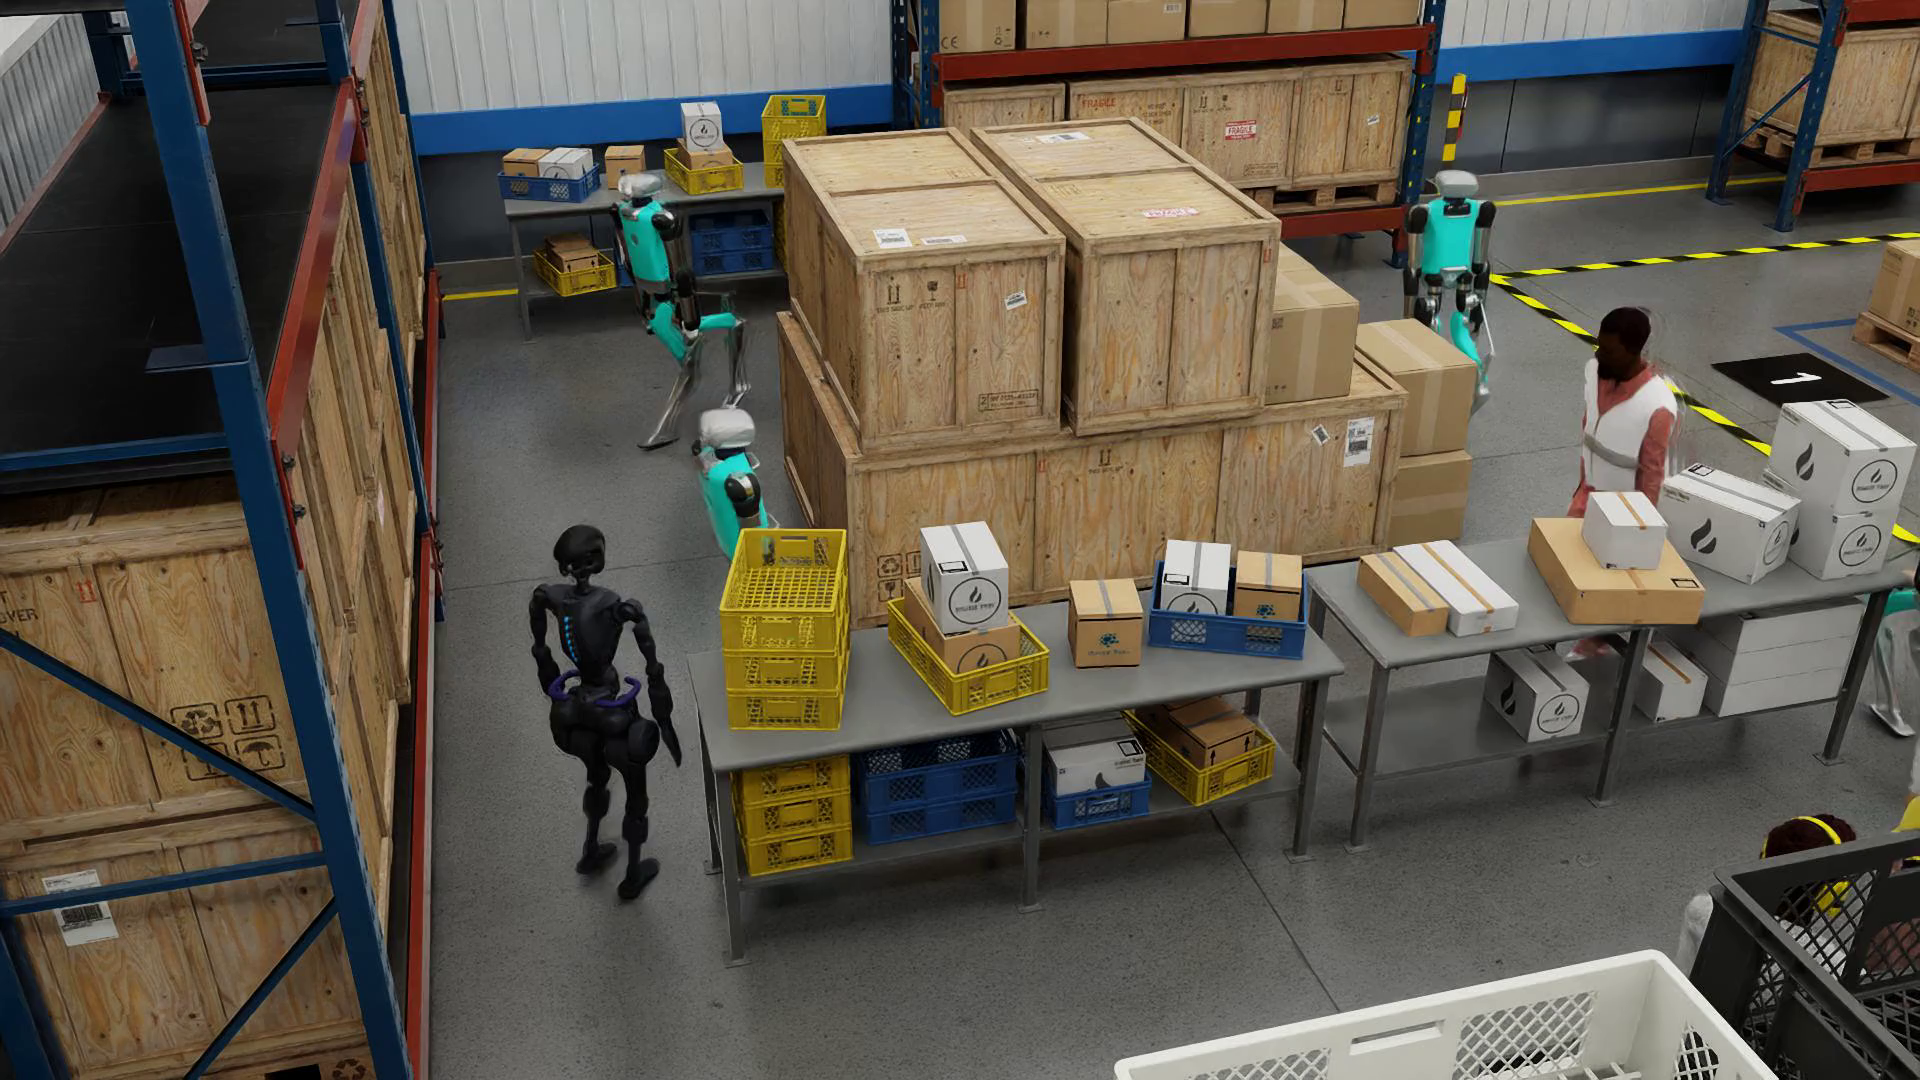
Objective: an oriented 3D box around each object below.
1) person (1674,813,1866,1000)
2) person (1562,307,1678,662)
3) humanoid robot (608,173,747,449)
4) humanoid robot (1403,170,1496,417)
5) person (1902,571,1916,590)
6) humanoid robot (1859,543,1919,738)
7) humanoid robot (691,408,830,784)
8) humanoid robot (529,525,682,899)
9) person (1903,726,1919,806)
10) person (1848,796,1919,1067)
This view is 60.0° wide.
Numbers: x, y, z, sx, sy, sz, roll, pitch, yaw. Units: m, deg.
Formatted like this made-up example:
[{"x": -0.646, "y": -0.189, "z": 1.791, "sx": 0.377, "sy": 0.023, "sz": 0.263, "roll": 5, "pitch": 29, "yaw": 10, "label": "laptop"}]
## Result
[{"x": 2.181, "y": 1.546, "z": 4.659, "sx": 0.515, "sy": 1.865, "sz": 0.330, "roll": 25, "pitch": 37, "yaw": 37, "label": "person"}, {"x": 3.111, "y": -0.216, "z": 7.831, "sx": 0.557, "sy": 1.896, "sz": 0.598, "roll": -8, "pitch": 30, "yaw": -14, "label": "person"}, {"x": -1.642, "y": -1.466, "z": 10.329, "sx": 0.548, "sy": 1.776, "sz": 1.052, "roll": 22, "pitch": 36, "yaw": 35, "label": "humanoid robot"}, {"x": 2.928, "y": -1.265, "z": 9.903, "sx": 0.545, "sy": 1.771, "sz": 0.910, "roll": -4, "pitch": 29, "yaw": -8, "label": "humanoid robot"}, {"x": 5.192, "y": -0.558, "z": 8.295, "sx": 0.375, "sy": 2.041, "sz": 0.613, "roll": 0, "pitch": 29, "yaw": 0, "label": "person"}, {"x": 4.376, "y": 0.115, "z": 7.443, "sx": 0.539, "sy": 1.857, "sz": 0.667, "roll": -7, "pitch": 30, "yaw": -12, "label": "humanoid robot"}, {"x": -0.722, "y": 0.210, "z": 7.196, "sx": 0.763, "sy": 1.760, "sz": 0.537, "roll": -14, "pitch": 32, "yaw": -23, "label": "humanoid robot"}, {"x": -1.365, "y": 0.674, "z": 6.424, "sx": 0.589, "sy": 1.647, "sz": 0.338, "roll": 9, "pitch": 30, "yaw": 15, "label": "humanoid robot"}, {"x": 4.307, "y": 0.342, "z": 6.885, "sx": 0.624, "sy": 1.832, "sz": 0.465, "roll": -12, "pitch": 31, "yaw": -20, "label": "person"}, {"x": 2.795, "y": 1.474, "z": 4.909, "sx": 0.439, "sy": 1.734, "sz": 0.563, "roll": -4, "pitch": 29, "yaw": -8, "label": "person"}]
